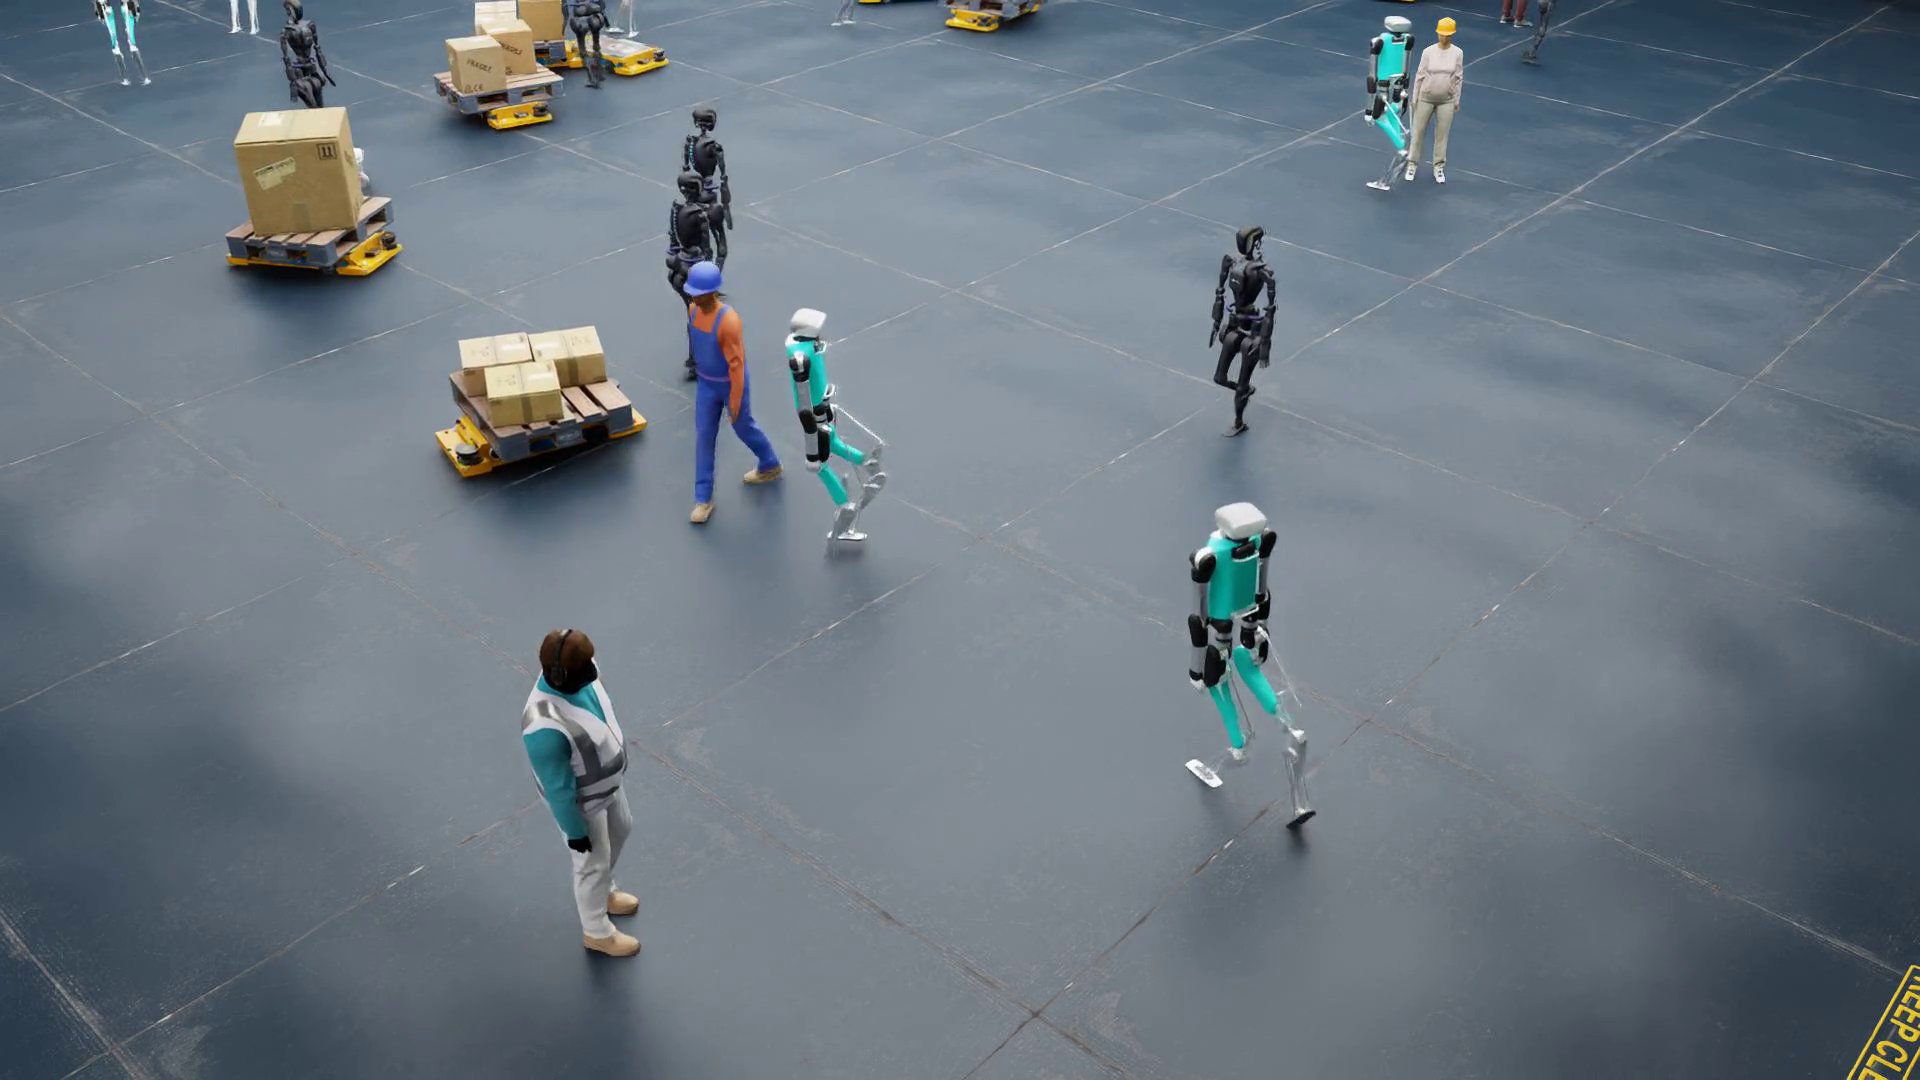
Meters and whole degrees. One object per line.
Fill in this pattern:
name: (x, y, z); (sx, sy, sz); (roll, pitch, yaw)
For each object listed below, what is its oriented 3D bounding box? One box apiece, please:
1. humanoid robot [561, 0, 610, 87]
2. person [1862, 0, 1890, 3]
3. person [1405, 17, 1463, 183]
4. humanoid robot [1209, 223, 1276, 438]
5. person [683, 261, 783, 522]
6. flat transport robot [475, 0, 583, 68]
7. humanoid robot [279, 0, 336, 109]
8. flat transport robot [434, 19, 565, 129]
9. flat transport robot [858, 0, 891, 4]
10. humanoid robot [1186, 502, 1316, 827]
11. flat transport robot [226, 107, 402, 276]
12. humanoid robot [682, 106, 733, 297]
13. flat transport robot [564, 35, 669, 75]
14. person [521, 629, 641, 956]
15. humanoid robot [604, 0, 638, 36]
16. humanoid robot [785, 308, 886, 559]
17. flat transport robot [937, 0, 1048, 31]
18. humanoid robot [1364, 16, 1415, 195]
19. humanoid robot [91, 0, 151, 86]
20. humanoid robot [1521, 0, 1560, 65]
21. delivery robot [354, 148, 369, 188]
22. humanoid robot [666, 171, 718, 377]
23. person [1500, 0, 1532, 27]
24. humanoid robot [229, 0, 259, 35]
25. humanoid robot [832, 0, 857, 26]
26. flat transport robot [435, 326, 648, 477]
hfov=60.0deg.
humanoid robot: (-4.497, -6.309, 19.998); (0.610, 1.642, 0.408); (-23, 39, -32)
person: (13.002, -8.461, 23.246); (0.648, 1.887, 0.648); (25, 40, 34)
person: (4.887, -4.512, 17.073); (0.480, 1.693, 0.336); (5, 32, 8)
humanoid robot: (2.147, -1.565, 12.347); (0.439, 1.646, 0.589); (-25, 40, -34)
person: (-1.609, -1.088, 11.411); (0.514, 1.865, 0.889); (19, 37, 28)
flat transport robot: (-5.462, -6.117, 21.003); (1.431, 0.231, 0.659); (-7, 33, -11)
humanoid robot: (-7.083, -5.003, 17.907); (0.693, 1.646, 0.611); (12, 34, 19)
flat transport robot: (-5.333, -5.086, 19.344); (0.659, 0.231, 1.431); (-19, 36, -27)
flat transport robot: (-0.820, -7.933, 23.928); (1.431, 0.231, 0.659); (-8, 33, -12)
humanoid robot: (1.593, 0.739, 8.589); (0.539, 1.765, 0.954); (-21, 37, -30)
flat transport robot: (-6.028, -2.732, 15.553); (1.431, 0.231, 0.659); (7, 32, 11)
humanoid robot: (-2.239, -2.963, 14.598); (0.612, 1.644, 0.420); (26, 40, 36)
flat transport robot: (-4.433, -6.148, 21.054); (1.431, 0.231, 0.659); (21, 38, 30)
person: (-1.759, 1.171, 7.783); (0.429, 1.835, 0.652); (3, 32, 4)
humanoid robot: (-4.568, -7.539, 21.914); (0.808, 1.790, 0.555); (-19, 37, -28)
humanoid robot: (-0.747, -0.627, 10.846); (0.752, 1.861, 0.557); (2, 32, 2)
flat transport robot: (0.462, -7.264, 22.850); (0.659, 0.231, 1.431); (18, 36, 26)
humanoid robot: (4.397, -4.230, 16.678); (0.565, 1.902, 0.727); (-18, 36, -26)
humanoid robot: (-10.100, -6.310, 19.934); (0.532, 1.800, 0.691); (-13, 34, -20)
humanoid robot: (7.342, -6.810, 20.795); (0.381, 1.640, 0.604); (7, 33, 12)
delivery robot: (-6.500, -3.850, 17.074); (0.775, 0.585, 0.499); (7, 33, 11)
humanoid robot: (-2.142, -2.142, 13.280); (0.324, 1.644, 0.609); (-24, 39, -34)
person: (7.598, -7.826, 22.301); (0.380, 1.805, 0.552); (-16, 35, -24)
humanoid robot: (-9.622, -7.587, 21.959); (0.536, 1.750, 0.702); (1, 32, 2)
humanoid robot: (-1.597, -7.749, 22.258); (0.754, 1.787, 0.548); (7, 32, 11)
flat transport robot: (-3.157, -0.863, 12.543); (1.431, 0.231, 0.659); (-18, 36, -27)
